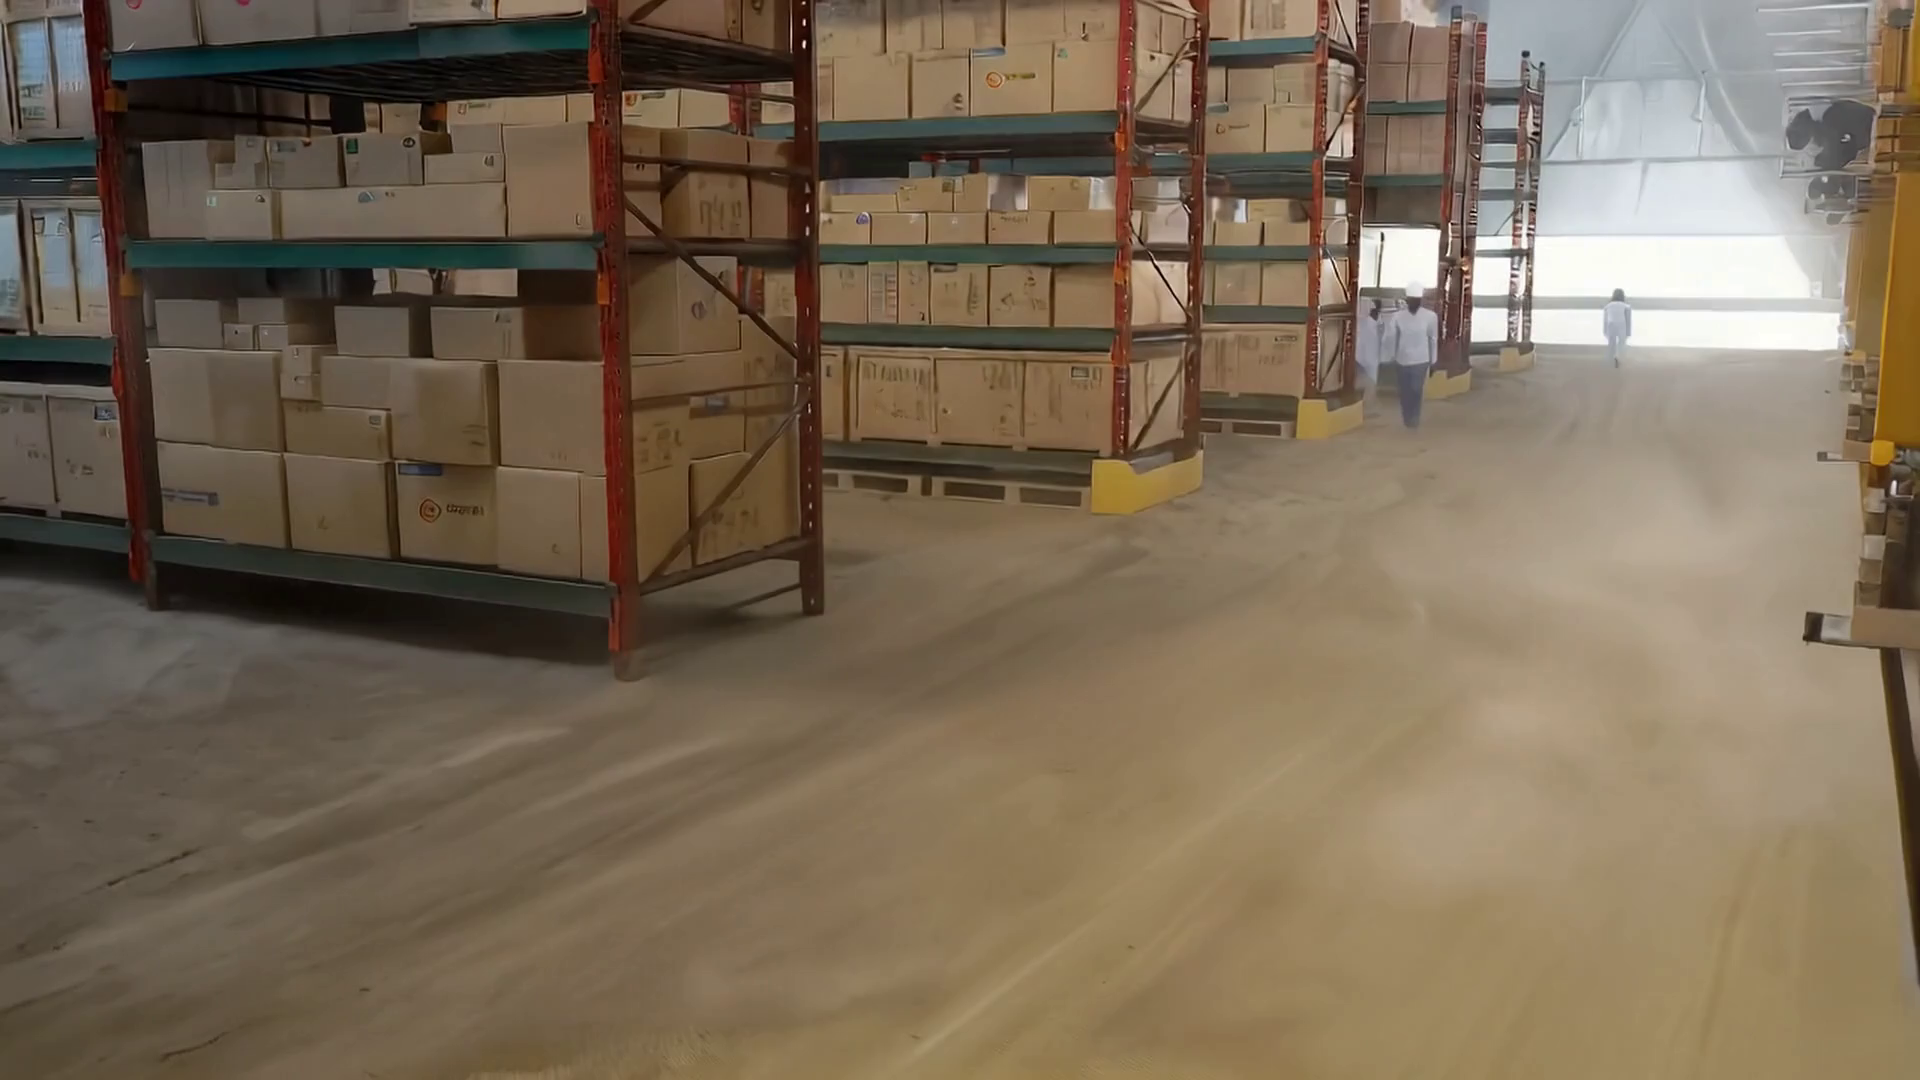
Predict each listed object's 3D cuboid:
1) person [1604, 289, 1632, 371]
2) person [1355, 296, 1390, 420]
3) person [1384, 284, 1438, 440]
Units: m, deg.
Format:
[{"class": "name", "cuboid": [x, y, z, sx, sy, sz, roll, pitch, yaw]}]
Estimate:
[{"class": "person", "cuboid": [13.046, -4.166, 32.993, 0.546, 1.623, 0.373, 6, 11, 31]}, {"class": "person", "cuboid": [5.804, -2.537, 23.234, 0.589, 1.730, 0.572, -8, 13, -39]}, {"class": "person", "cuboid": [5.703, -2.258, 21.069, 0.633, 1.941, 1.049, 4, 11, 21]}]
